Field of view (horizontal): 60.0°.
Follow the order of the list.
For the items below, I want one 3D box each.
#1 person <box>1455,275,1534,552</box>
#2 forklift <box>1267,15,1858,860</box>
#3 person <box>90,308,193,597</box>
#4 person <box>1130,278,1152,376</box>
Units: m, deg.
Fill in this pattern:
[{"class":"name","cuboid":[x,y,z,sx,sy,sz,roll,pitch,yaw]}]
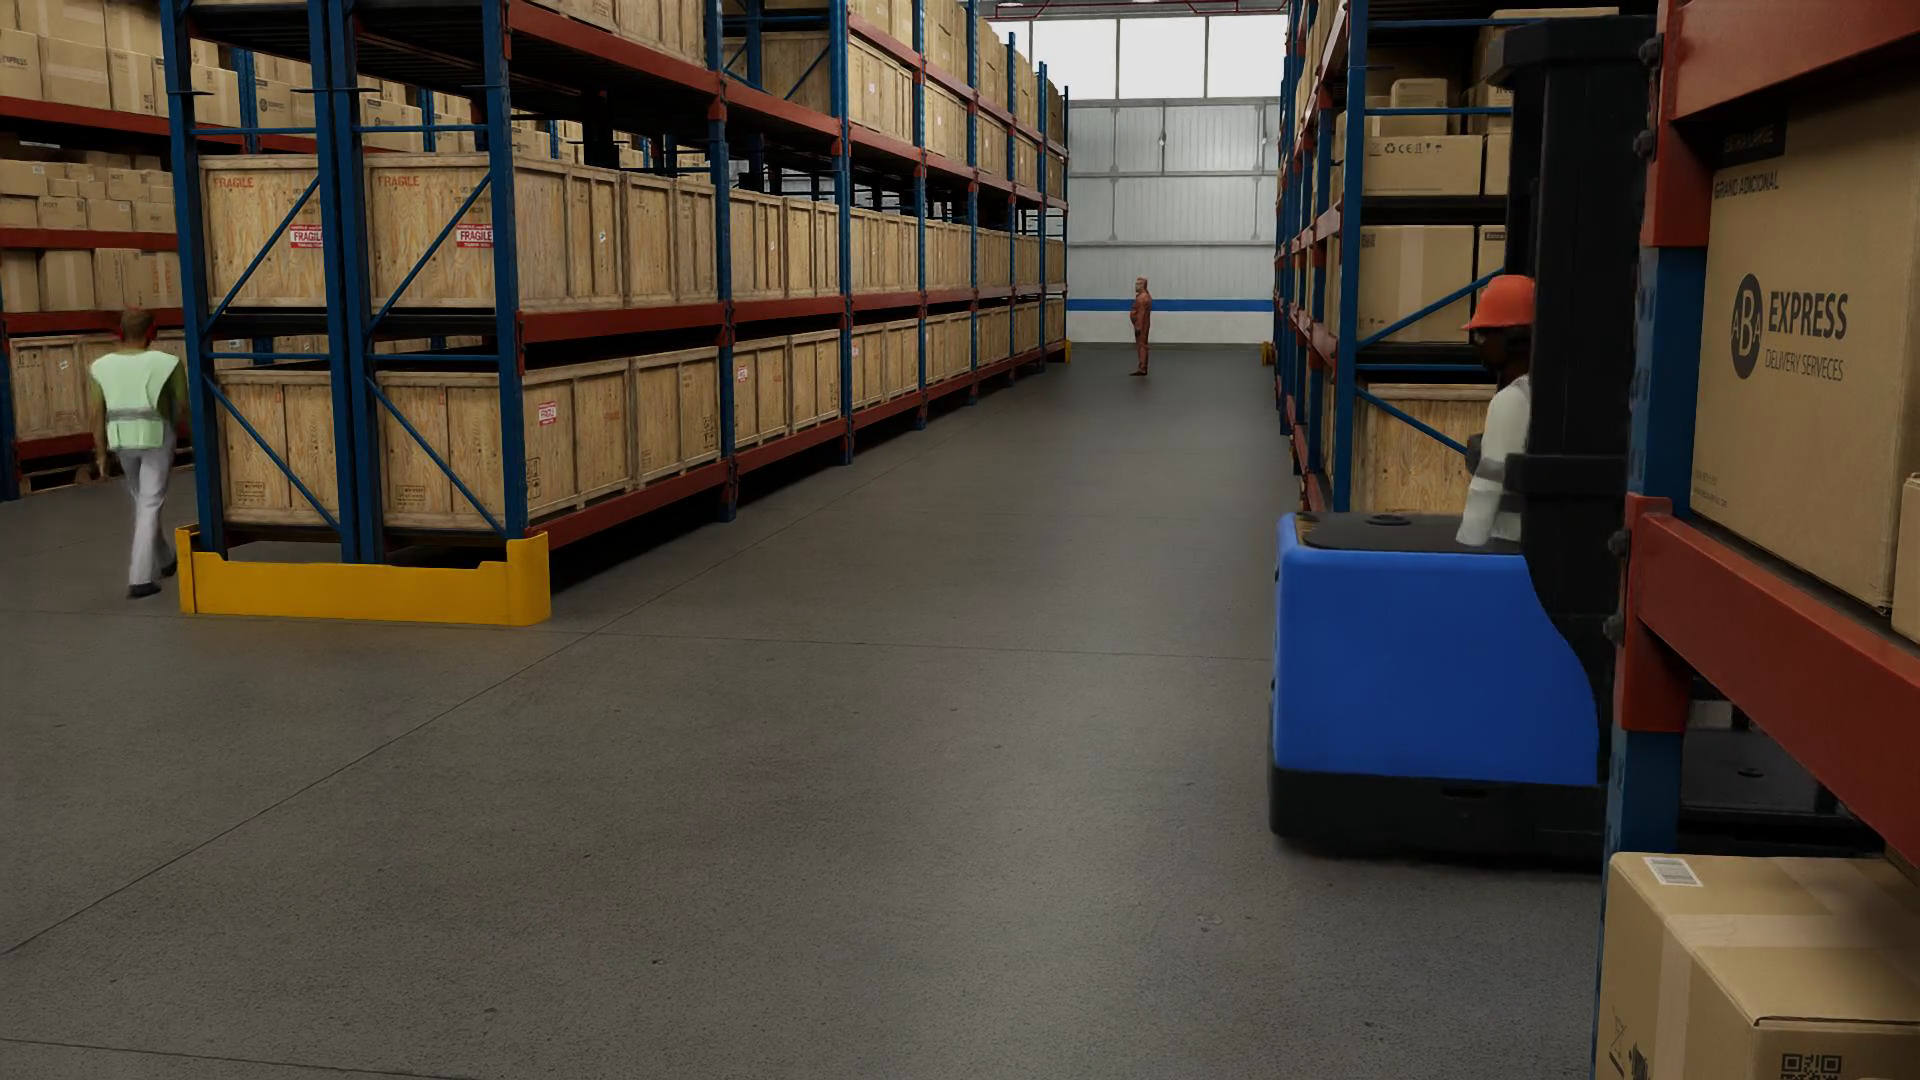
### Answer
[{"class":"person","cuboid":[1.858,0.075,5.930,0.971,2.000,0.631,5,10,28]},{"class":"forklift","cuboid":[2.079,-0.352,5.874,1.873,2.768,1.129,2,9,10]},{"class":"person","cuboid":[-5.169,-0.576,10.631,0.584,1.789,1.002,0,9,1]},{"class":"person","cuboid":[3.532,-4.173,32.586,0.407,1.911,0.641,3,10,16]}]
